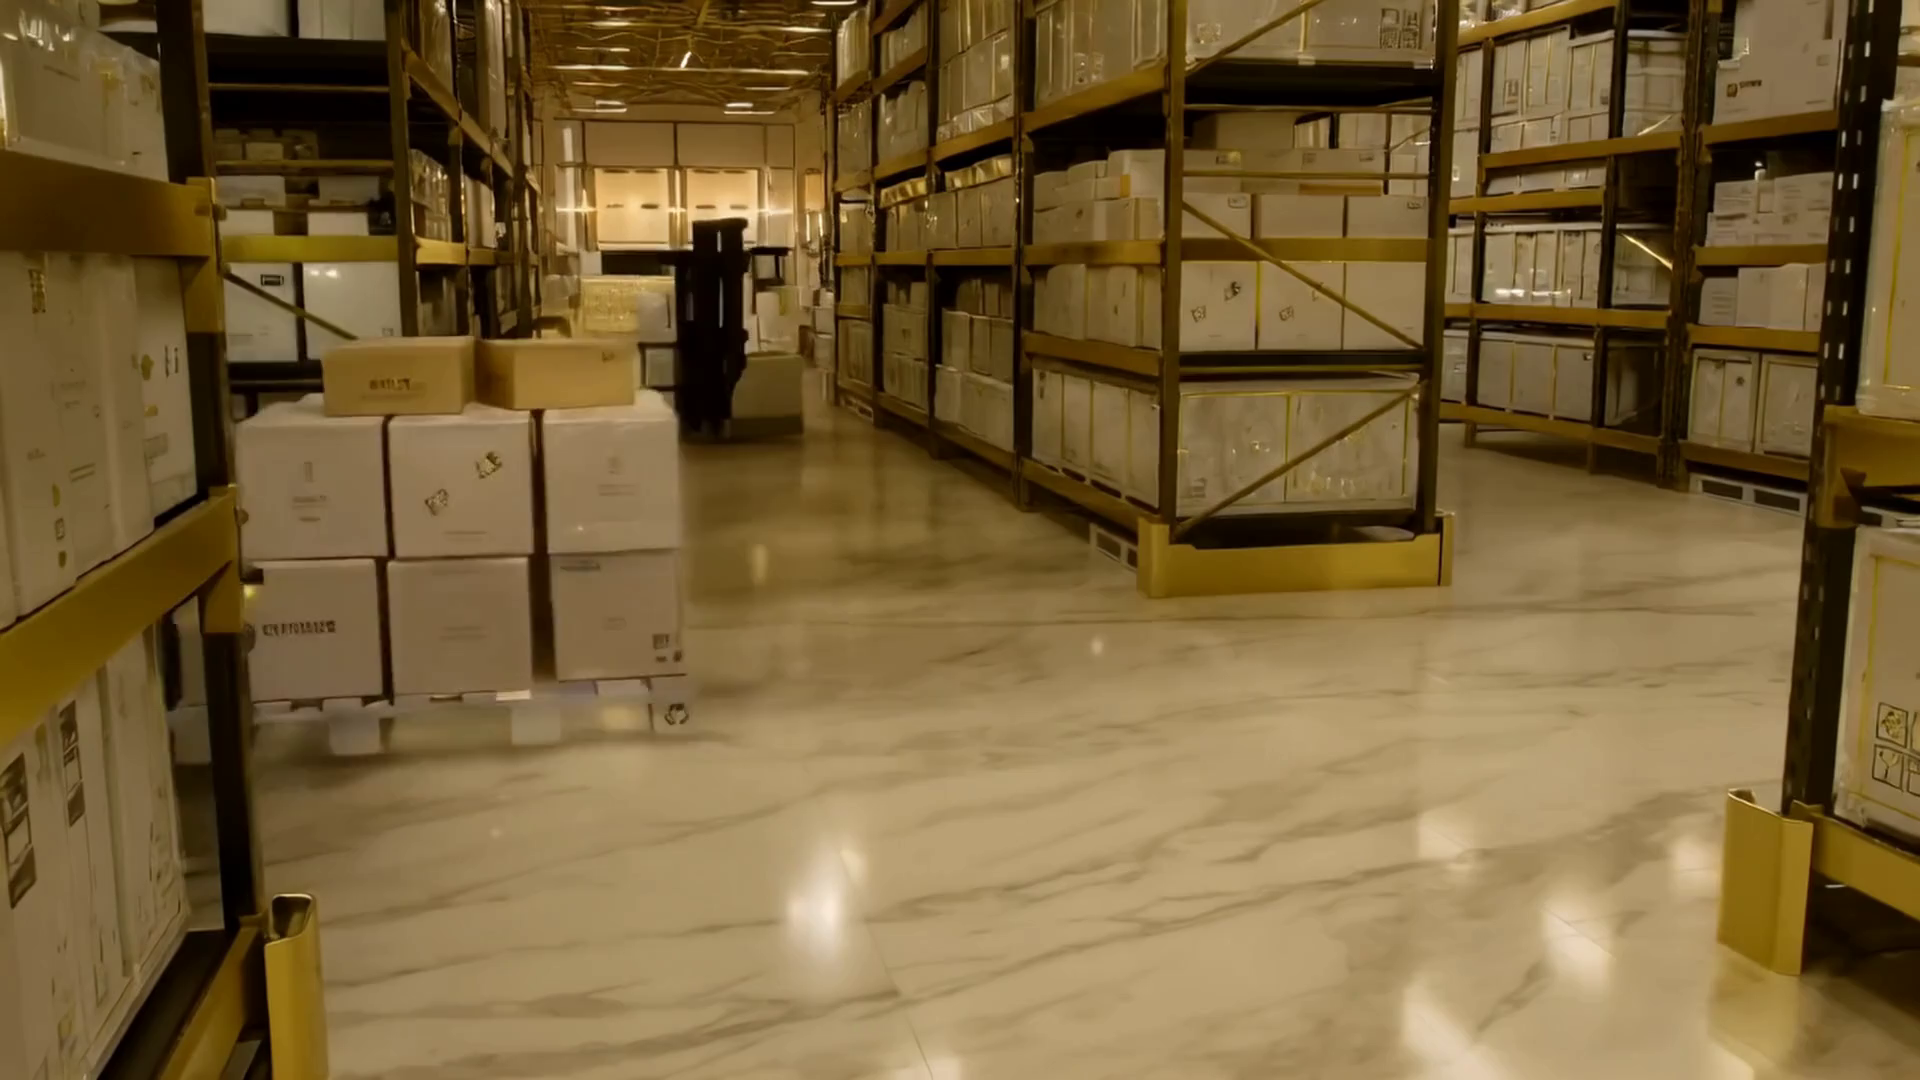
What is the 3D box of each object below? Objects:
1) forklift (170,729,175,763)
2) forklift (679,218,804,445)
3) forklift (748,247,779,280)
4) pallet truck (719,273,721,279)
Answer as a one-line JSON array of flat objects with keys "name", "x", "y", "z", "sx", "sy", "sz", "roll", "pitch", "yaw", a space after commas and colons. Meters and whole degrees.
[{"name": "forklift", "x": -4.189, "y": -0.274, "z": 6.494, "sx": 1.873, "sy": 2.768, "sz": 1.129, "roll": -2, "pitch": 10, "yaw": -13}, {"name": "forklift", "x": -3.043, "y": -2.681, "z": 21.166, "sx": 1.873, "sy": 2.768, "sz": 1.129, "roll": -6, "pitch": 11, "yaw": -33}, {"name": "forklift", "x": -6.003, "y": -7.579, "z": 51.020, "sx": 1.129, "sy": 2.768, "sz": 1.873, "roll": -6, "pitch": 11, "yaw": -31}, {"name": "pallet truck", "x": -8.580, "y": -8.986, "z": 62.280, "sx": 1.885, "sy": 1.965, "sz": 0.823, "roll": 1, "pitch": 9, "yaw": 5}]
